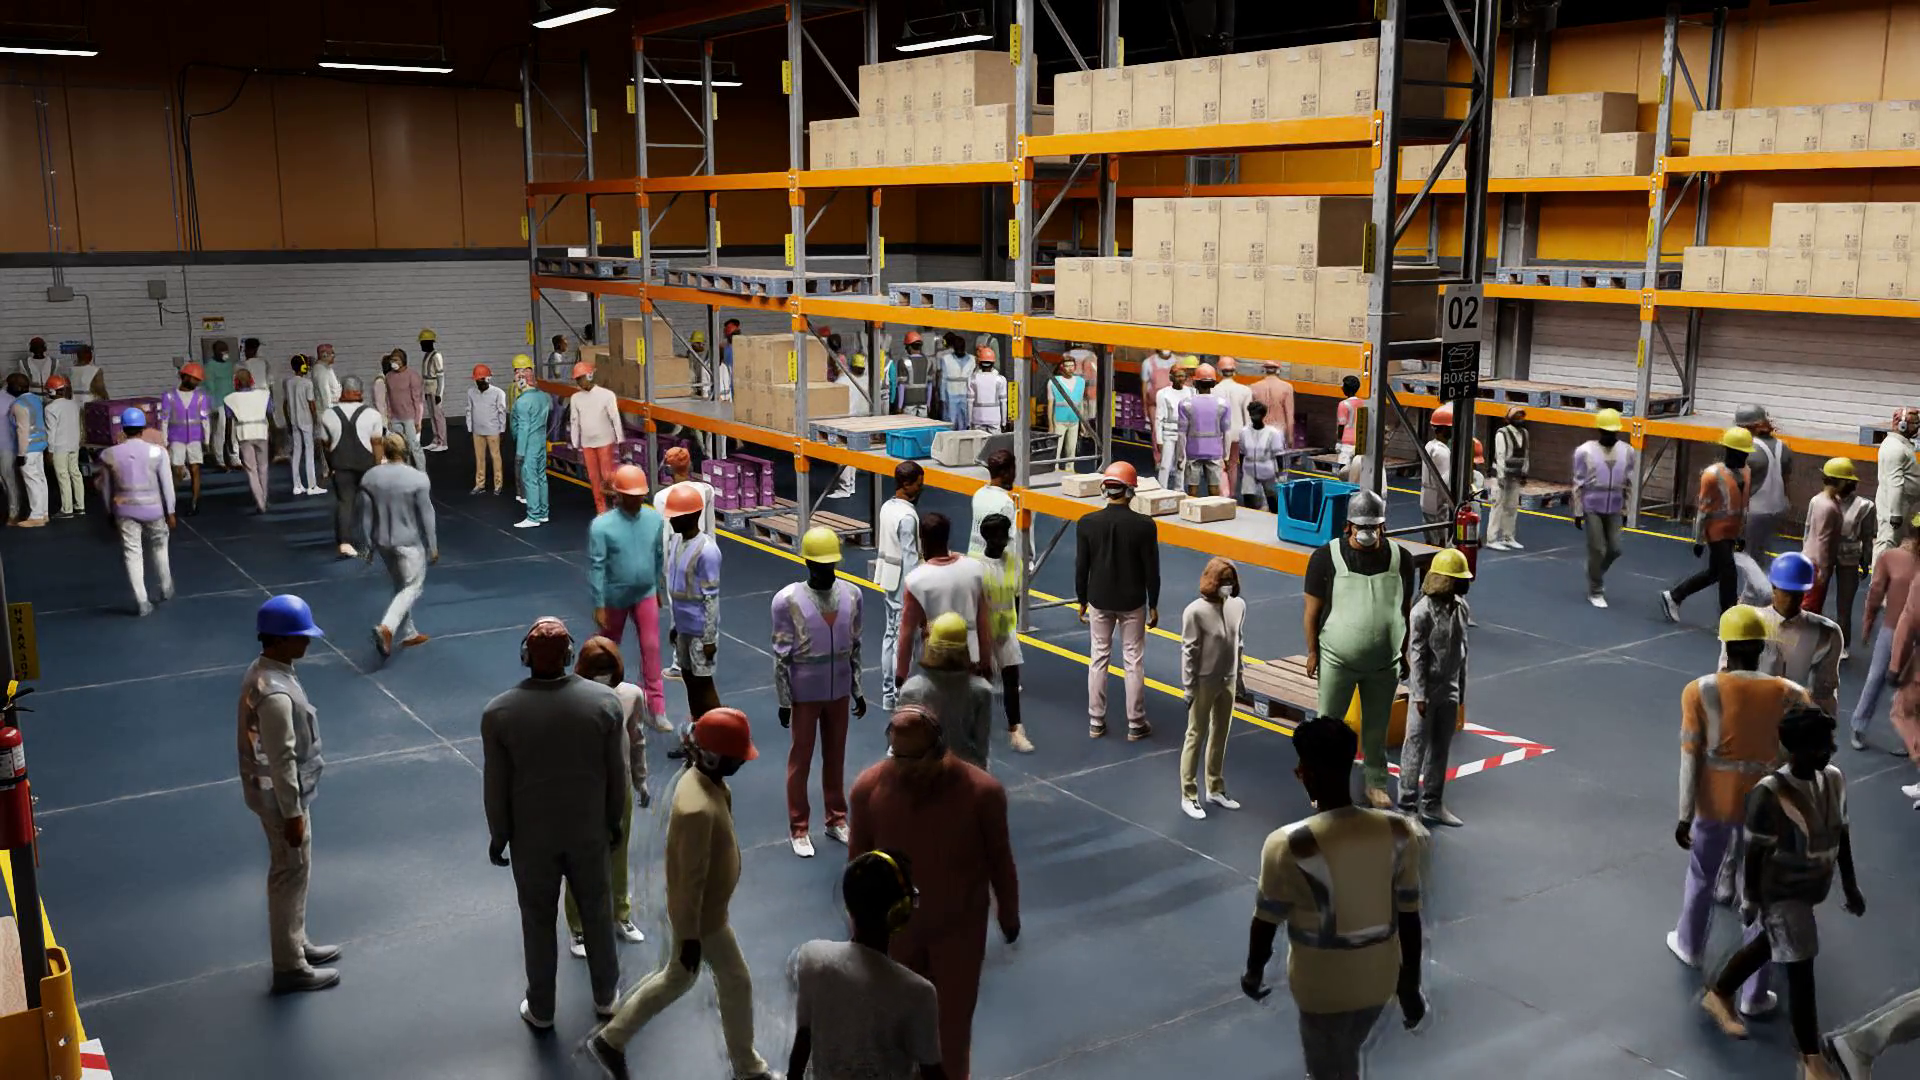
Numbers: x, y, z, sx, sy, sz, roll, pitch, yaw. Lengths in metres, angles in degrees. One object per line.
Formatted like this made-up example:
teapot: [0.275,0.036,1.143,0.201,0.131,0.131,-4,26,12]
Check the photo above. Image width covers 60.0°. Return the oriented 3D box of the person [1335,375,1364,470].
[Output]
person: [4.949,-1.240,21.102,0.536,1.693,0.319,-11,15,-43]

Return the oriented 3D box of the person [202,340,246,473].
person: [-10.557,-1.907,23.919,0.543,1.925,0.660,2,11,11]

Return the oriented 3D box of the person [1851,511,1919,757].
person: [6.521,0.621,11.430,0.541,1.752,0.341,8,13,34]

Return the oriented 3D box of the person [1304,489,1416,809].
person: [2.494,0.687,10.335,0.689,2.000,0.537,0,11,0]

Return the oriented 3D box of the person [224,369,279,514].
person: [-8.910,-1.253,20.908,0.586,1.783,0.985,-7,13,-31]

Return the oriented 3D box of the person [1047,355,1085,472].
person: [1.421,-1.571,22.391,0.564,1.845,0.389,-5,12,-26]

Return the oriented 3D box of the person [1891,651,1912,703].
person: [7.196,0.345,12.261,0.656,1.967,0.633,6,12,27]

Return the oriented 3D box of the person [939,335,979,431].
person: [0.007,-2.211,25.553,0.718,1.890,0.449,-3,11,-16]

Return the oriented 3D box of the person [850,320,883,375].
person: [-1.714,-3.196,30.698,0.611,1.846,0.604,-3,11,-16]

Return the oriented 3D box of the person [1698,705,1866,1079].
person: [3.579,1.495,7.197,0.535,1.657,0.858,-7,13,-31]

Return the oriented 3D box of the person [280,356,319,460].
person: [-9.936,-2.002,25.266,0.906,1.585,0.526,-5,12,-24]

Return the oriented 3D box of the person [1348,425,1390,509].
person: [3.678,-0.145,15.130,0.382,1.835,0.572,0,11,0]

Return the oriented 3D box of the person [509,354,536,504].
person: [-5.612,-1.428,21.444,0.364,1.930,0.588,-5,12,-24]

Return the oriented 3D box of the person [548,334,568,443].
person: [-6.345,-2.330,26.320,0.353,1.838,0.504,-3,11,-16]

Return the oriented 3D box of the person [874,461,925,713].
person: [-0.428,0.365,12.314,0.392,1.914,0.587,-4,12,-19]

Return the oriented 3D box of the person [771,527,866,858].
person: [-0.806,0.870,9.691,0.587,1.928,0.363,-7,13,-34]

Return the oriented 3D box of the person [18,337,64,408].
person: [-13.799,-2.104,25.025,0.574,1.883,0.361,-7,13,-31]

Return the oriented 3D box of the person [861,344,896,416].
person: [-1.283,-2.100,25.110,0.634,1.841,0.429,2,11,11]

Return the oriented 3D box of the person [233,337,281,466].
person: [-10.294,-1.994,24.332,0.571,1.935,0.676,8,14,35]

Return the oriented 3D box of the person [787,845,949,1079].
person: [-0.194,1.806,5.134,0.567,1.826,0.913,8,14,37]

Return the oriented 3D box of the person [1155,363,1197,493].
person: [2.702,-1.277,20.838,0.580,1.875,0.384,-4,12,-21]

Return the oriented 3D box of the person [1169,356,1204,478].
person: [3.283,-1.708,23.386,0.827,1.733,0.549,8,14,36]

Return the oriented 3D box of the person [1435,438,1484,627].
person: [4.492,-0.054,14.893,0.564,1.741,0.347,-7,13,-31]

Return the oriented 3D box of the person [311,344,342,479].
person: [-8.933,-1.822,23.529,0.403,1.904,0.651,-5,12,-22]

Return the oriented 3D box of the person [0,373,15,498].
person: [-12.804,-1.458,22.122,0.554,1.724,0.782,-5,12,-24]

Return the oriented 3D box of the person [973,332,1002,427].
person: [0.478,-2.935,29.103,0.378,1.950,0.610,-10,15,-42]

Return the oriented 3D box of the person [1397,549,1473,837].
person: [2.884,0.906,9.999,0.487,1.742,0.319,-7,13,-34]

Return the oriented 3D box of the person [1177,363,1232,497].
person: [2.754,-0.974,18.818,0.613,2.048,0.362,1,11,4]

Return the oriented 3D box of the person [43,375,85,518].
person: [-11.053,-1.149,20.469,0.329,1.751,0.568,2,11,8]

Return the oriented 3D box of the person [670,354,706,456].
person: [-4.212,-2.061,25.559,0.541,1.593,0.539,9,14,39]

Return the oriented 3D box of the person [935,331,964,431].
person: [-0.161,-2.410,26.667,0.507,1.861,0.328,-3,12,-17]

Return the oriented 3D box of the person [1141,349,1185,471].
person: [2.987,-2.056,24.375,0.689,2.000,0.706,-1,11,-3]

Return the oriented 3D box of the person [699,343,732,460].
person: [-3.484,-1.893,23.950,0.356,1.883,0.574,8,14,36]

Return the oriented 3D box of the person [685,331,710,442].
person: [-4.258,-2.513,27.256,0.591,1.829,0.404,3,12,17]

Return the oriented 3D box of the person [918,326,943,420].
person: [-0.566,-3.120,30.079,0.542,1.939,0.361,0,11,1]

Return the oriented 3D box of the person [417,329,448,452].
person: [-8.313,-2.351,26.176,0.382,1.924,0.594,-8,13,-35]

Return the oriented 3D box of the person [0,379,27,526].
person: [-11.367,-1.040,19.580,0.705,1.879,0.925,-3,11,-15]

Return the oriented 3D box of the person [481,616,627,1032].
person: [-1.842,1.289,7.600,0.643,1.910,0.400,-4,12,-22]

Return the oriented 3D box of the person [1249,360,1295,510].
person: [3.965,-1.372,21.070,0.629,1.957,0.744,6,12,27]

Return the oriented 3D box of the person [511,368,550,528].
person: [-5.141,-1.102,19.841,0.411,1.908,0.643,2,11,10]

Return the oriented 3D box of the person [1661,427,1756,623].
person: [6.665,-0.087,14.705,0.606,1.888,0.912,-7,13,-33]

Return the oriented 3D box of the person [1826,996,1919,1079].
person: [4.016,1.491,6.604,0.889,1.894,0.596,9,14,38]

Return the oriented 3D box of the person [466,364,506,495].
person: [-6.316,-1.467,22.119,0.560,1.743,0.338,2,11,11]

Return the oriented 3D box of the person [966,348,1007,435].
person: [0.352,-1.608,22.346,0.552,1.935,0.365,0,11,-2]
